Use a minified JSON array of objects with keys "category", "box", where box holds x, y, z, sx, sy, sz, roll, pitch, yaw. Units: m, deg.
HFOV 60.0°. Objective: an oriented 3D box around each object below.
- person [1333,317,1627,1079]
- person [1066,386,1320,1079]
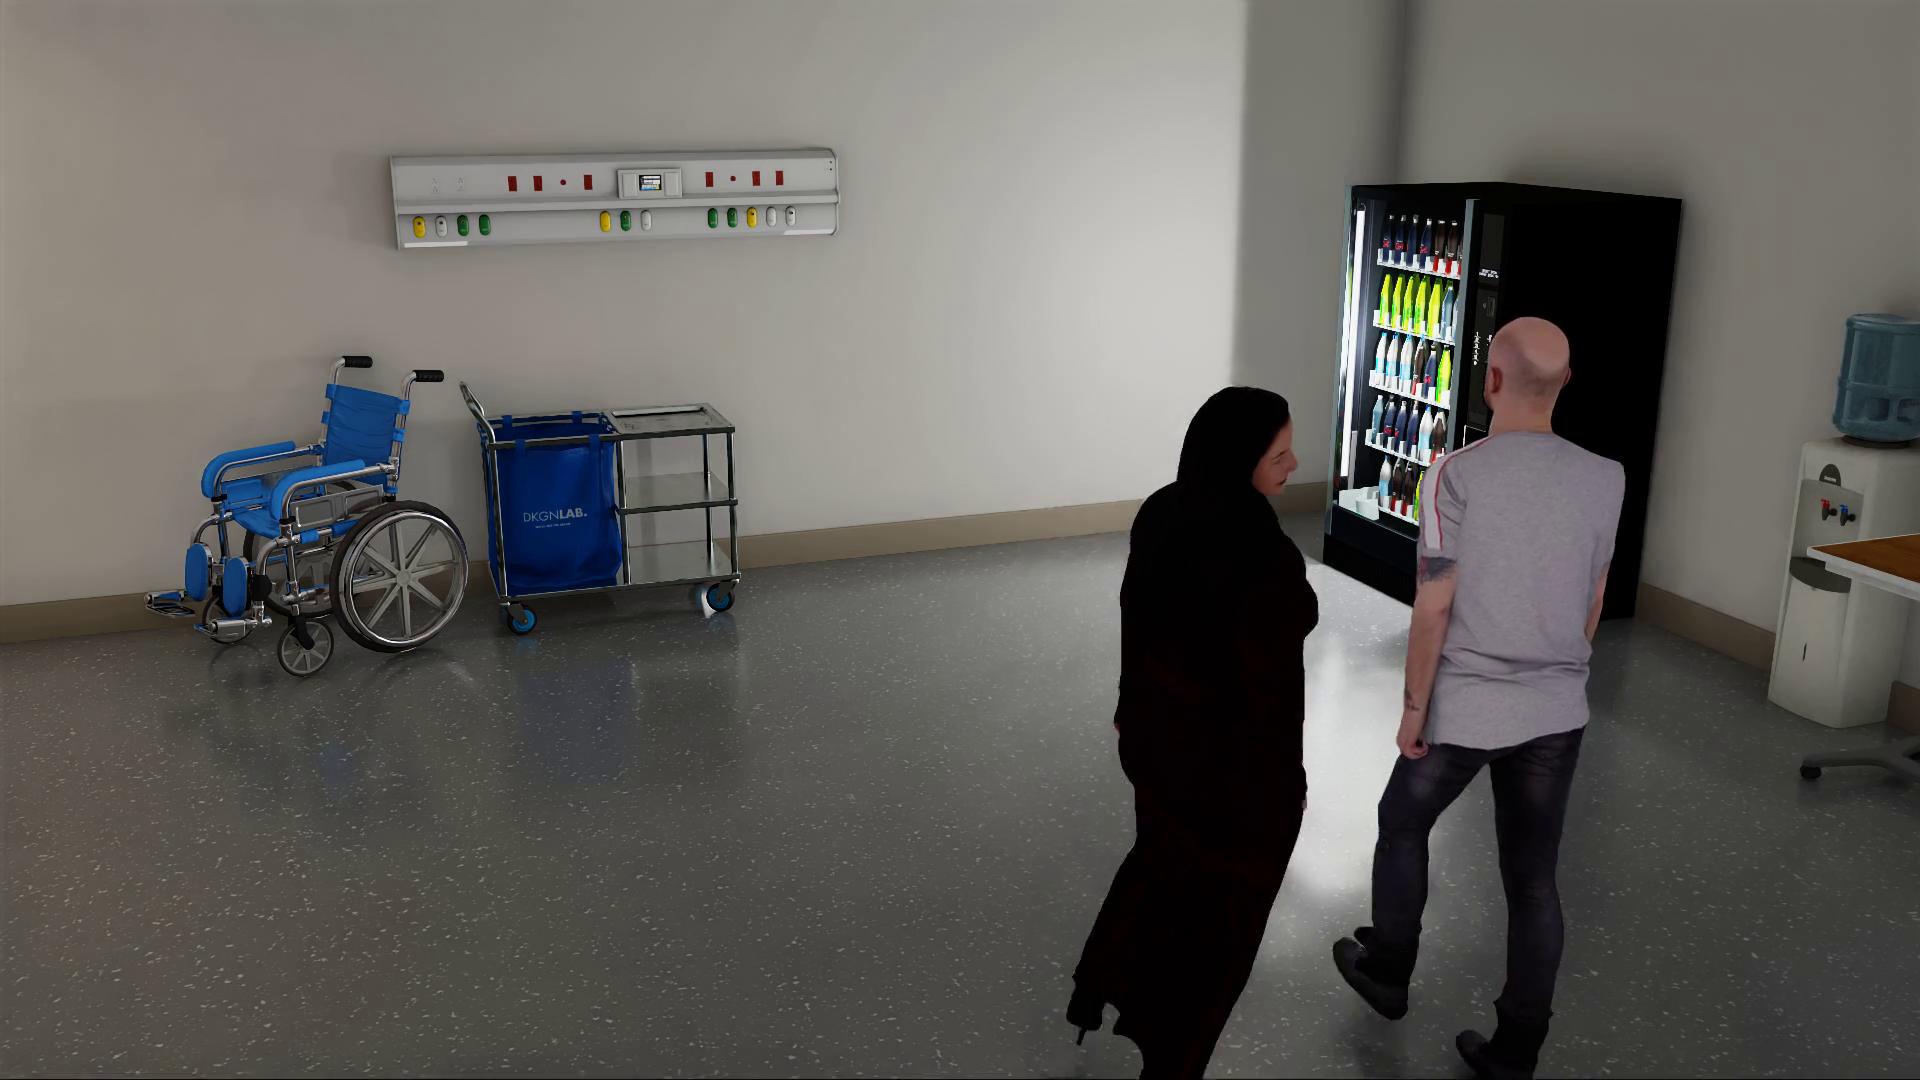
[{"category":"person","box":[1.249,0.436,3.746,0.799,1.807,0.994,-3,16,-10]},{"category":"person","box":[0.513,0.498,3.675,0.878,1.726,0.587,-12,19,-35]}]
